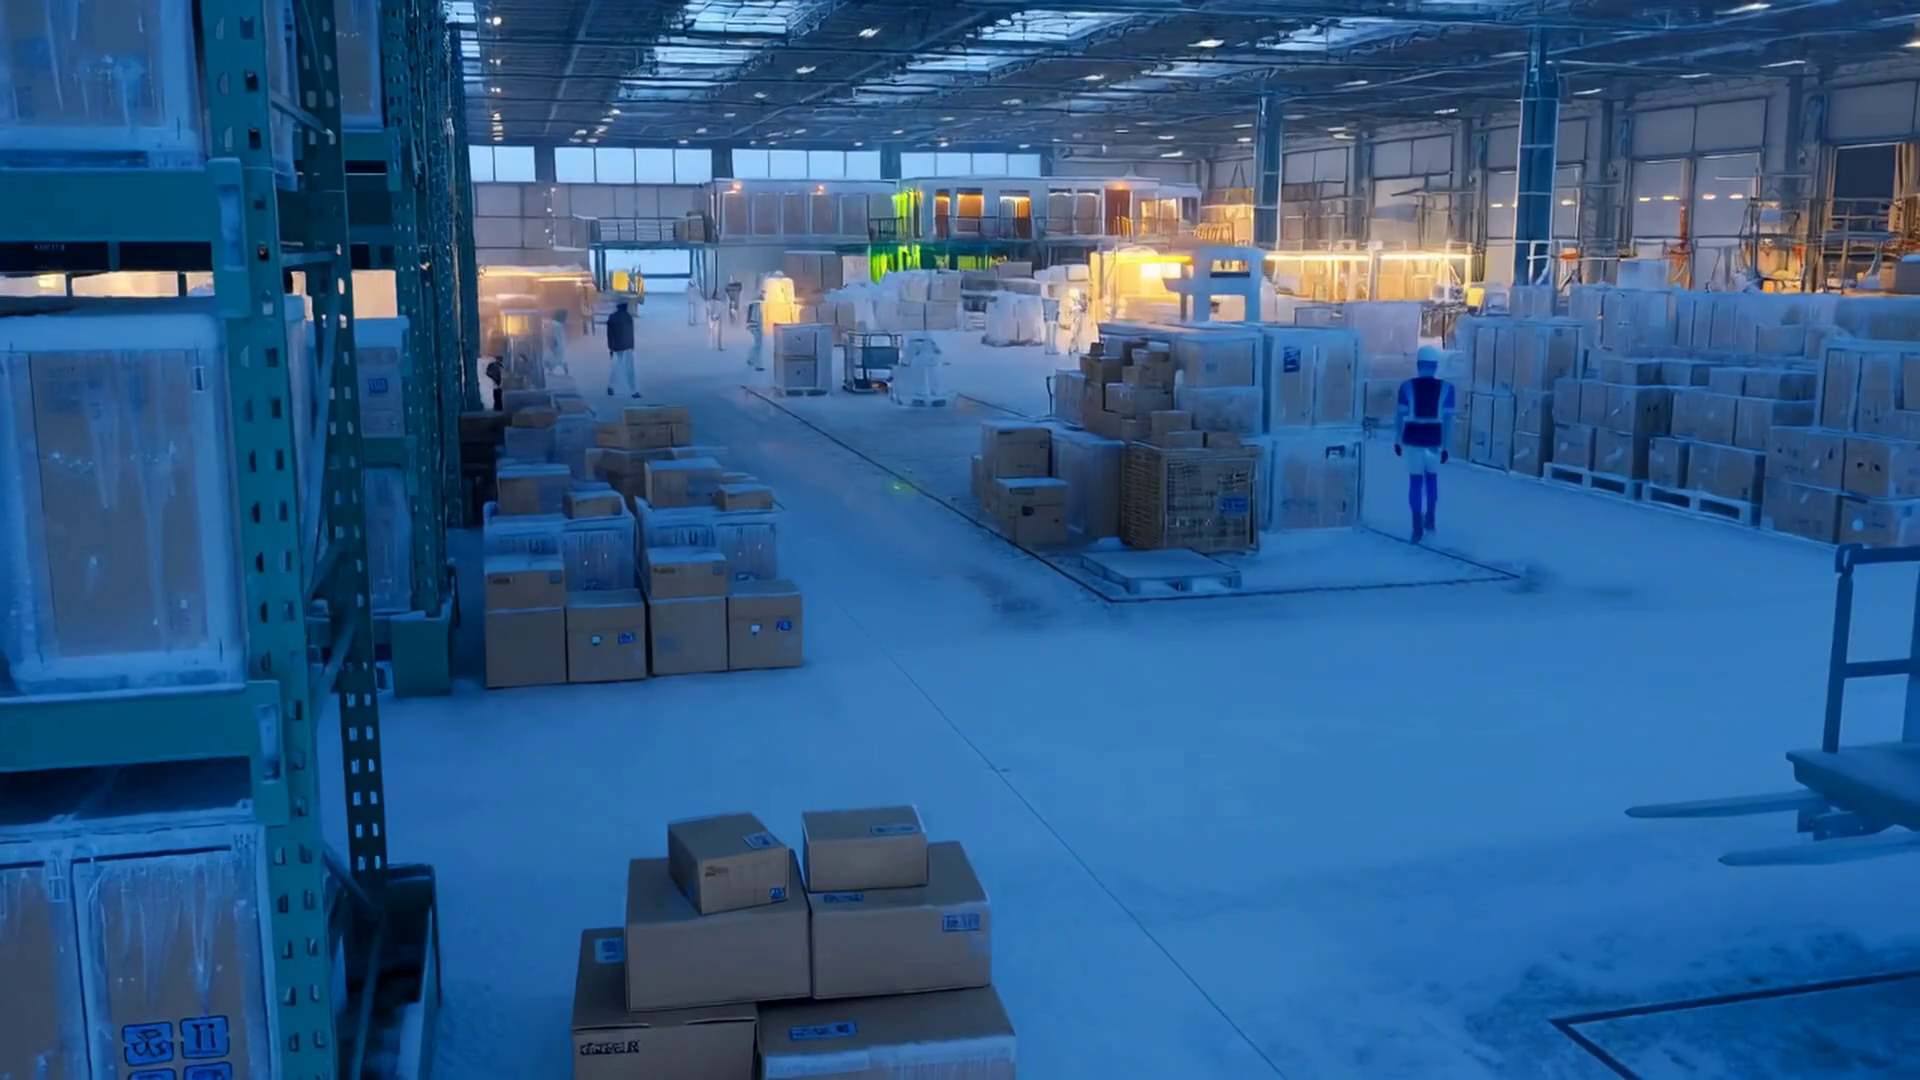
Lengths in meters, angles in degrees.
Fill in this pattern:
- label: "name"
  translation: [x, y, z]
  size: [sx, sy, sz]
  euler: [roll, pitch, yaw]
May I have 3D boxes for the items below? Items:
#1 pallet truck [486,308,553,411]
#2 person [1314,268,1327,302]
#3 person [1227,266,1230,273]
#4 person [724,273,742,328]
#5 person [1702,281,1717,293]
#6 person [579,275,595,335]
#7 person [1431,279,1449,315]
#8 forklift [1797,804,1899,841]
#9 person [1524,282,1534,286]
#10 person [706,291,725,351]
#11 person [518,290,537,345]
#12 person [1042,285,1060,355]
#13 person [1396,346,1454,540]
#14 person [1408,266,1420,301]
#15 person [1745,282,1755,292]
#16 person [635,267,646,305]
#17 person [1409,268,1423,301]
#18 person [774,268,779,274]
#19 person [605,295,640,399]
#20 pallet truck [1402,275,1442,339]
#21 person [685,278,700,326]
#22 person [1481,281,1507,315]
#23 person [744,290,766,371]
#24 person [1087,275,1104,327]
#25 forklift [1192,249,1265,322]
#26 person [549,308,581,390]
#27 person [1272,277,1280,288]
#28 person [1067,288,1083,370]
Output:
- label: "pallet truck"
  translation: [-6.242, -2.418, 24.362]
  size: [0.823, 1.965, 1.885]
  euler: [1, 10, 3]
- label: "person"
  translation: [17.205, -12.064, 79.470]
  size: [0.623, 1.835, 0.431]
  euler: [10, 14, 43]
- label: "person"
  translation: [12.841, -12.256, 80.297]
  size: [0.763, 1.912, 0.584]
  euler: [4, 11, 21]
- label: "person"
  translation: [-8.008, -8.452, 58.734]
  size: [0.614, 1.939, 0.888]
  euler: [-1, 10, -5]
- label: "person"
  translation: [20.962, -6.268, 46.442]
  size: [0.643, 1.902, 0.509]
  euler: [0, 10, -2]
- label: "person"
  translation: [-12.097, -7.604, 53.906]
  size: [0.551, 1.932, 0.376]
  euler: [-7, 12, -36]
- label: "person"
  translation: [15.839, -7.701, 54.810]
  size: [0.652, 1.817, 0.684]
  euler: [-3, 11, -18]
- label: "forklift"
  translation: [5.103, 0.113, 7.534]
  size: [1.873, 2.768, 1.129]
  euler: [-3, 10, -15]
- label: "person"
  translation: [13.572, -5.189, 39.932]
  size: [0.891, 2.000, 0.687]
  euler: [-3, 10, -16]
- label: "person"
  translation: [-6.743, -6.045, 45.922]
  size: [0.512, 1.638, 0.312]
  euler: [2, 10, 11]
- label: "person"
  translation: [-12.587, -6.469, 48.420]
  size: [0.523, 1.600, 0.791]
  euler: [4, 11, 23]
- label: "person"
  translation: [2.421, -5.827, 44.073]
  size: [0.509, 1.860, 0.334]
  euler: [7, 12, 33]
- label: "person"
  translation: [4.613, -0.981, 16.590]
  size: [0.538, 1.875, 0.969]
  euler: [2, 10, 10]
- label: "person"
  translation: [21.084, -11.770, 77.470]
  size: [1.003, 1.936, 0.626]
  euler: [-3, 10, -15]
- label: "person"
  translation: [22.035, -6.238, 46.329]
  size: [0.630, 1.894, 0.607]
  euler: [6, 12, 31]
- label: "person"
  translation: [-15.757, -12.498, 81.873]
  size: [0.506, 1.846, 0.349]
  euler: [8, 13, 37]
- label: "person"
  translation: [20.741, -11.457, 75.842]
  size: [0.819, 1.900, 0.628]
  euler: [-9, 13, -41]
- label: "person"
  translation: [-8.147, -11.111, 73.874]
  size: [0.592, 1.903, 0.467]
  euler: [-1, 10, -4]
- label: "person"
  translation: [-6.462, -3.667, 31.593]
  size: [0.623, 1.960, 1.012]
  euler: [-9, 13, -40]
- label: "pallet truck"
  translation: [14.620, -7.324, 52.145]
  size: [0.823, 1.965, 1.885]
  euler: [8, 13, 40]
- label: "person"
  translation: [-9.618, -8.541, 59.794]
  size: [0.527, 1.737, 0.817]
  euler: [-1, 10, -7]
- label: "person"
  translation: [15.102, -6.368, 47.059]
  size: [0.684, 1.876, 0.678]
  euler: [4, 11, 22]
- label: "person"
  translation: [-4.704, -4.842, 38.445]
  size: [0.410, 1.870, 0.599]
  euler: [-7, 12, -33]
- label: "person"
  translation: [4.811, -8.498, 59.176]
  size: [0.613, 1.877, 0.991]
  euler: [0, 10, -2]
- label: "forklift"
  translation: [3.606, -2.536, 22.536]
  size: [1.129, 2.768, 1.873]
  euler: [-3, 10, -15]
- label: "person"
  translation: [-8.011, -3.761, 32.917]
  size: [0.857, 1.653, 0.537]
  euler: [-2, 10, -9]
- label: "person"
  translation: [10.213, -7.558, 53.830]
  size: [0.335, 1.873, 0.521]
  euler: [3, 10, 15]
- label: "person"
  translation: [2.613, -4.753, 37.765]
  size: [0.377, 1.936, 0.627]
  euler: [1, 10, 5]
